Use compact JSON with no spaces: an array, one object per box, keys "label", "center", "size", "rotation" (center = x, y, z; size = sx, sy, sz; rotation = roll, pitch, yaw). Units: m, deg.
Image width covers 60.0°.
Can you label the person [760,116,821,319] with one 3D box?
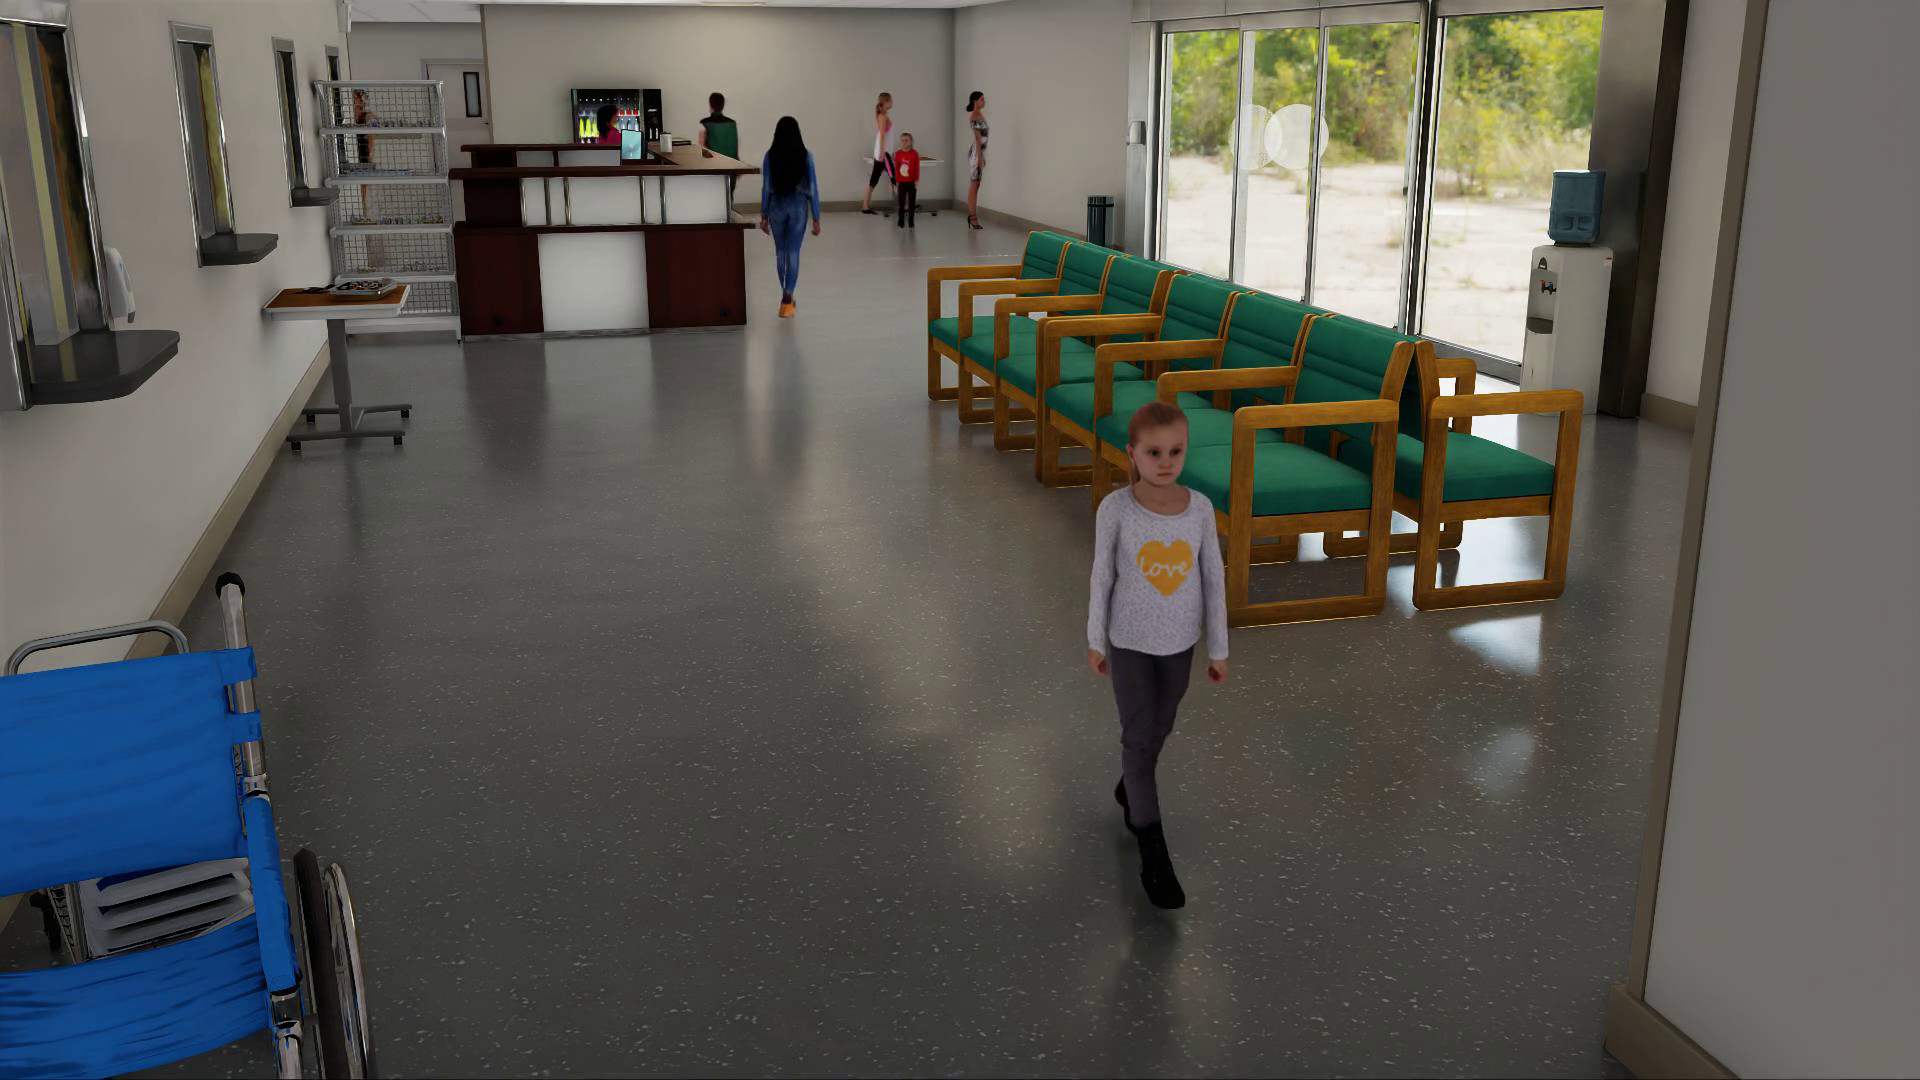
[{"label":"person","center":[-1.480,-2.741,14.245],"size":[0.878,1.692,0.869],"rotation":[1,16,4]}]

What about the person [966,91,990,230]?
[{"label":"person","center":[0.218,-5.171,22.623],"size":[0.657,1.822,0.668],"rotation":[2,16,8]}]

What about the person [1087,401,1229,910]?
[{"label":"person","center":[0.499,0.261,4.415],"size":[0.834,1.248,0.590],"rotation":[-3,16,-10]}]

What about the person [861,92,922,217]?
[{"label":"person","center":[-1.206,-5.535,24.062],"size":[1.111,1.742,0.660],"rotation":[-3,16,-12]}]

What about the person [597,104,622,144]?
[{"label":"person","center":[-4.225,-4.324,19.909],"size":[0.962,1.663,1.200],"rotation":[15,22,43]}]

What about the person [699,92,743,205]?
[{"label":"person","center":[-2.864,-4.404,19.905],"size":[0.967,1.820,0.820],"rotation":[-8,18,-26]}]

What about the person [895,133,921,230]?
[{"label":"person","center":[-0.695,-4.820,22.443],"size":[0.891,1.244,0.725],"rotation":[1,16,2]}]
